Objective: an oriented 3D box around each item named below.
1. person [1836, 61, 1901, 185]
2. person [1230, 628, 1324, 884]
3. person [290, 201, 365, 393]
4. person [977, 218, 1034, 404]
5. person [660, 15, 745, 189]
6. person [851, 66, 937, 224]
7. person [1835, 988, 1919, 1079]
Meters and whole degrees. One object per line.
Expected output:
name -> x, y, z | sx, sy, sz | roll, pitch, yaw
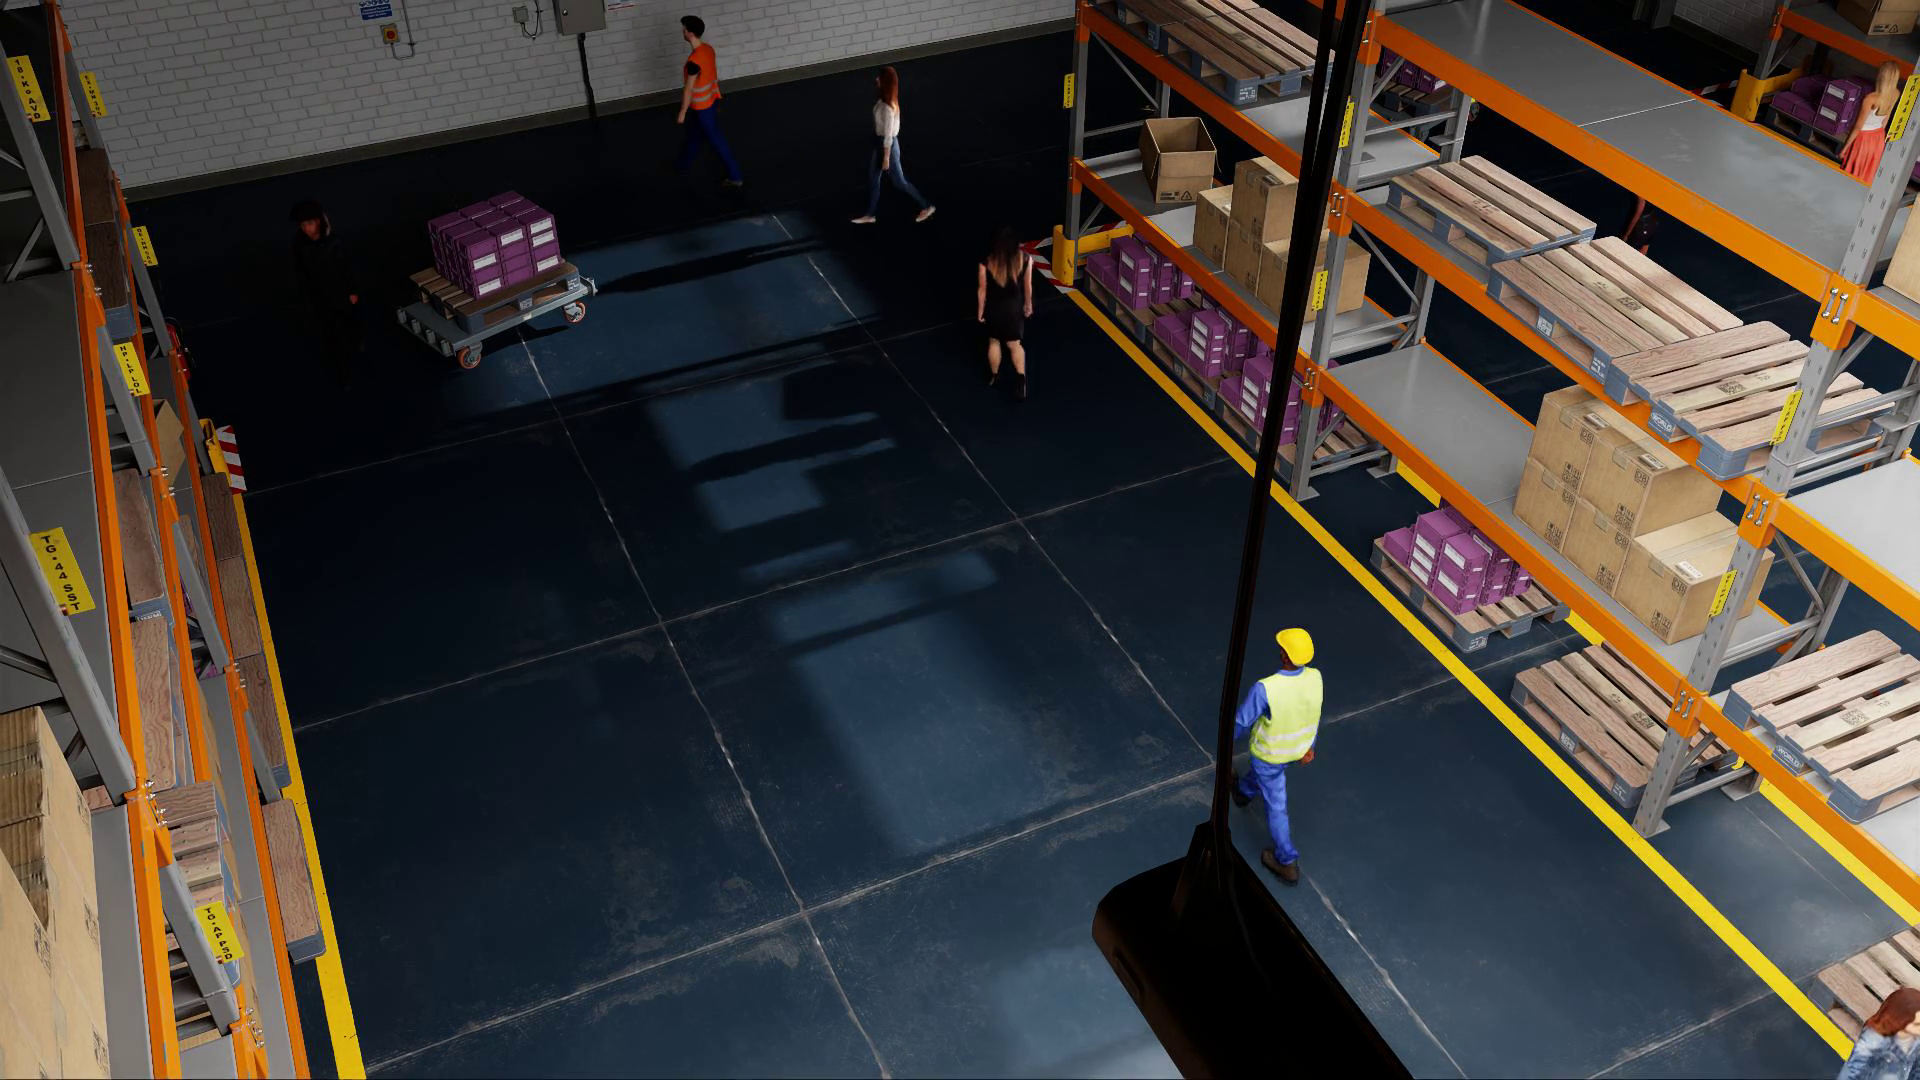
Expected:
person -> 9.144, -3.973, 16.811 | 0.625, 1.805, 0.576 | -14, 41, -17
person -> 1.991, 1.336, 10.192 | 0.690, 1.770, 1.190 | -18, 42, -21
person -> -5.538, -2.216, 14.648 | 0.725, 1.759, 1.037 | -10, 40, -12
person -> 0.397, -1.914, 14.319 | 0.758, 1.697, 0.977 | -9, 39, -11
person -> -2.605, -4.551, 17.505 | 1.114, 1.843, 1.207 | 3, 39, 4
person -> -0.641, -3.962, 16.884 | 0.892, 1.697, 1.125 | -4, 39, -5
person -> 4.689, 2.770, 8.654 | 0.553, 1.447, 0.964 | -16, 41, -19
